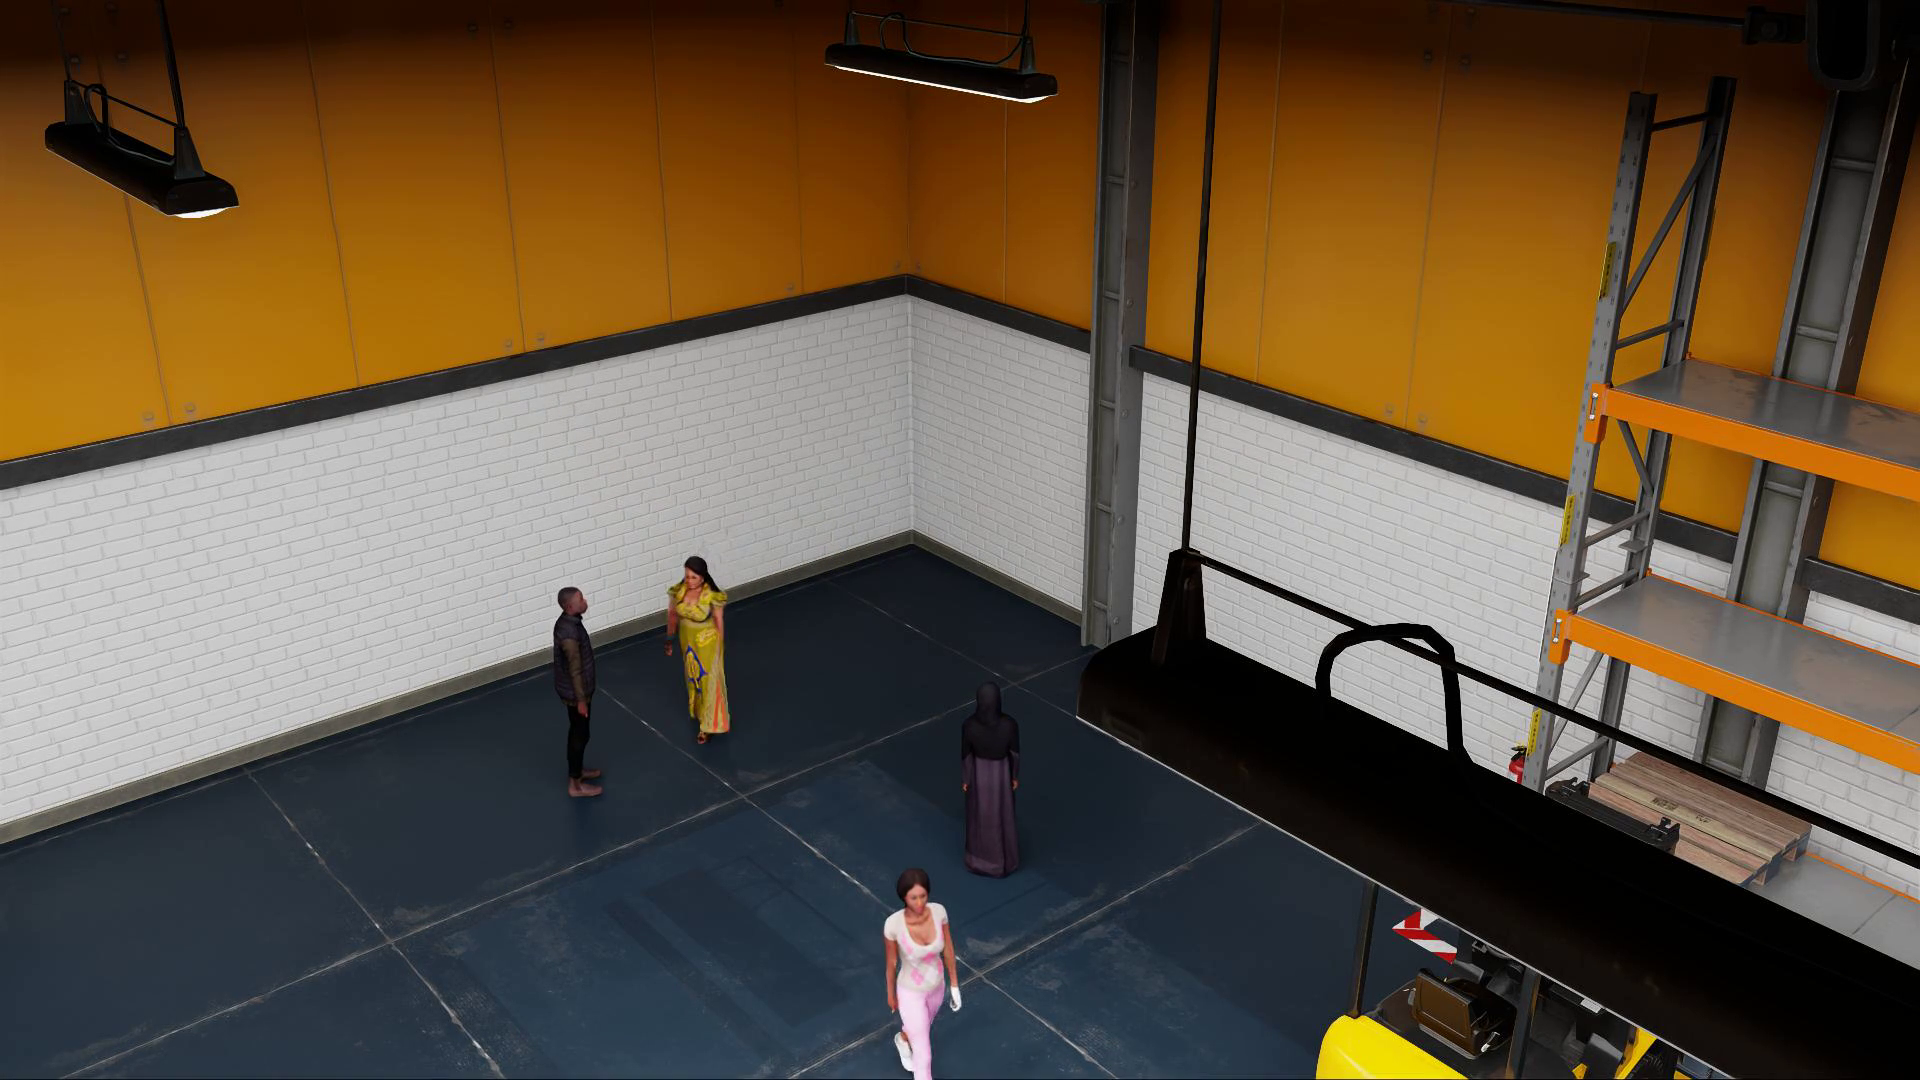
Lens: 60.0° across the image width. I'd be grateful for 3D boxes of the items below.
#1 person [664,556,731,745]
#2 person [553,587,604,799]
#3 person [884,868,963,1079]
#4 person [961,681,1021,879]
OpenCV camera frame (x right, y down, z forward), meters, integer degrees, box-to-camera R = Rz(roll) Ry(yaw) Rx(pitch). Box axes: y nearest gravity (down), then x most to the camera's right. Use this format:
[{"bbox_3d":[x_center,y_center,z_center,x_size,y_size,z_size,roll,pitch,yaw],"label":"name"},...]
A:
[{"bbox_3d":[-2.246,0.859,14.535,1.147,1.634,1.169,8,25,17],"label":"person"},{"bbox_3d":[-3.110,1.212,13.480,0.835,1.832,0.684,-5,24,-12],"label":"person"},{"bbox_3d":[-0.265,2.723,10.184,0.732,1.703,1.194,-12,26,-26],"label":"person"},{"bbox_3d":[0.222,1.777,12.460,0.714,1.614,0.768,1,24,2],"label":"person"}]
